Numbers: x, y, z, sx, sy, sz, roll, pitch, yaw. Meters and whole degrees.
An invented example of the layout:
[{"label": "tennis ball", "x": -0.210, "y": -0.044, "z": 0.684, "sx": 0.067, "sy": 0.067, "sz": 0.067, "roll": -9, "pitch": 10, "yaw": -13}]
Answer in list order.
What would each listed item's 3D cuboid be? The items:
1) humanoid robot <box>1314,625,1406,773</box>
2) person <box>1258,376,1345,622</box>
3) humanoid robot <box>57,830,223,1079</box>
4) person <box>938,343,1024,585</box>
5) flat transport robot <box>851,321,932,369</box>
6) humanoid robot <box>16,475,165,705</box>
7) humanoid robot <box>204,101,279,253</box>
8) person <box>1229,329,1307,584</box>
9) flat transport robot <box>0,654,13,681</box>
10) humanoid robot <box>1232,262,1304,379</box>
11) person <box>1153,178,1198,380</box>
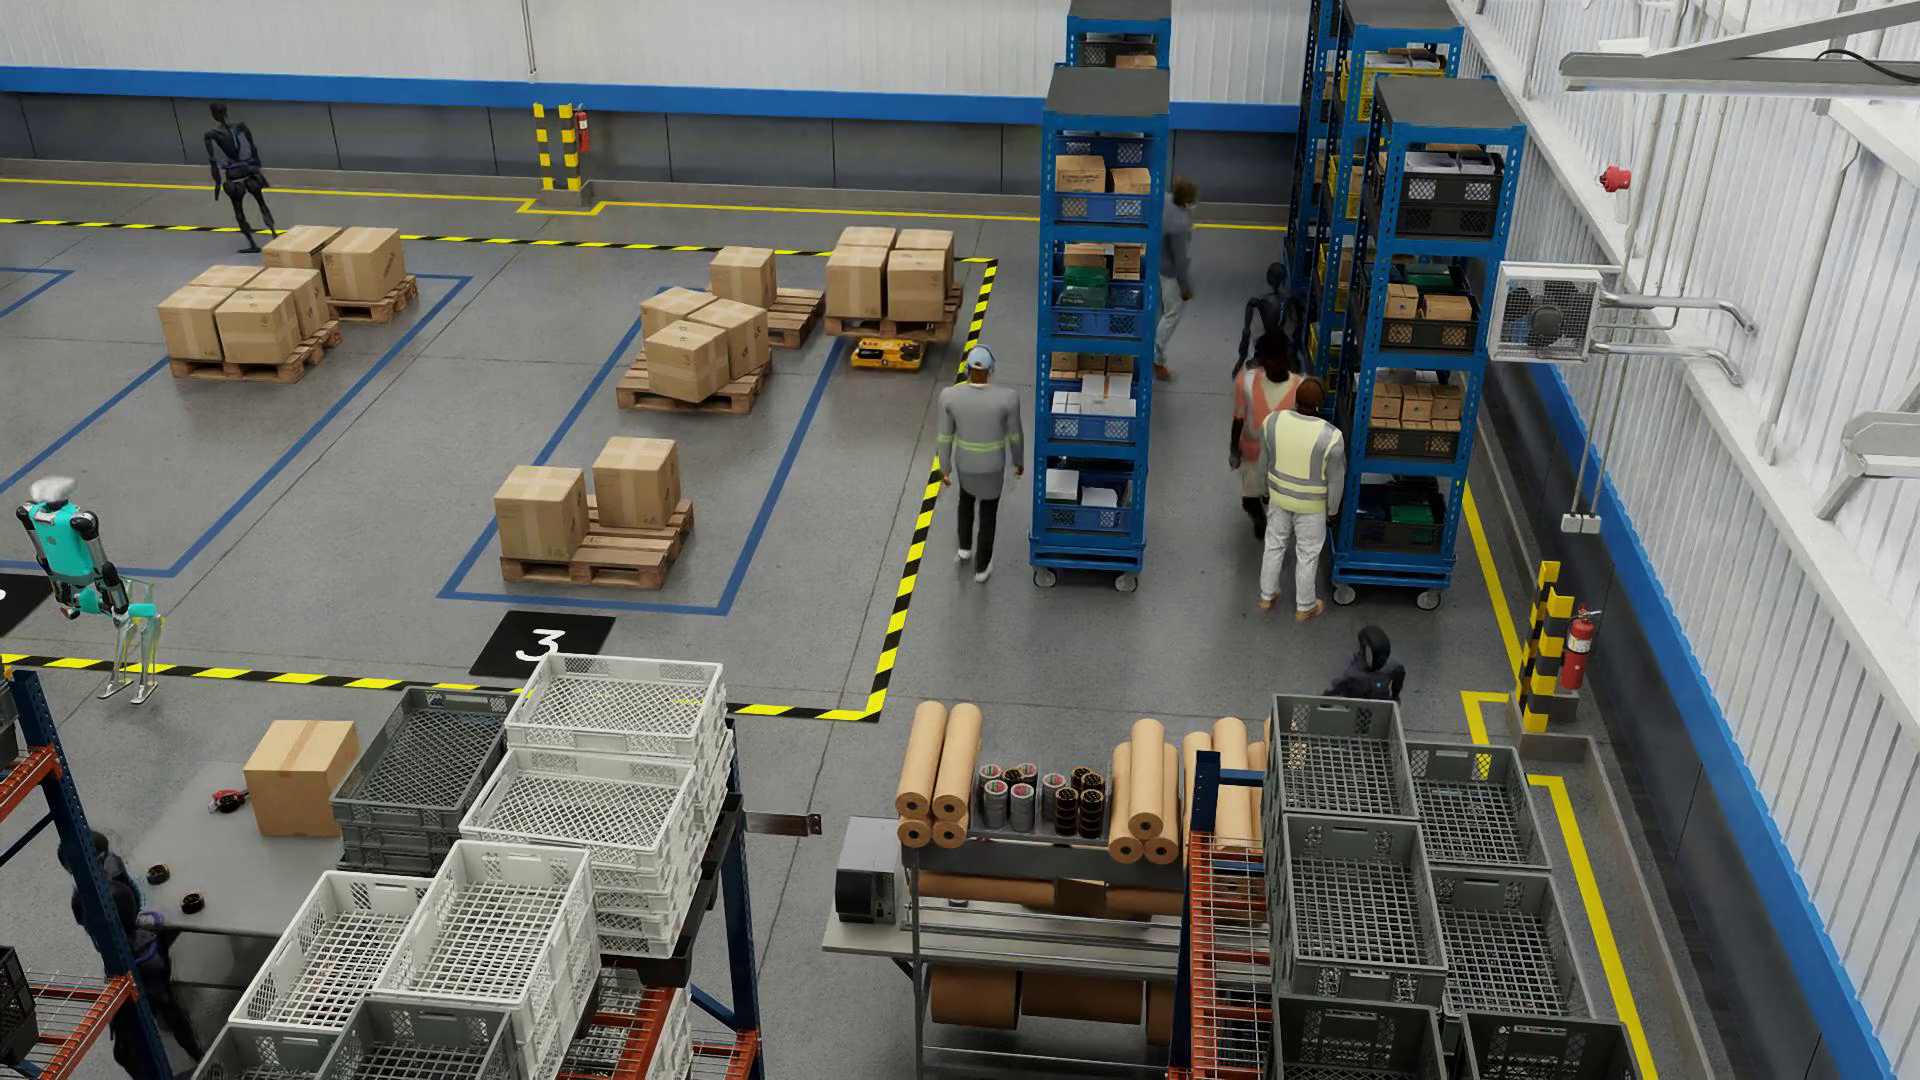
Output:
[{"label": "humanoid robot", "x": 2.201, "y": 1.179, "z": 9.242, "sx": 0.615, "sy": 1.648, "sz": 0.440, "roll": -13, "pitch": 33, "yaw": -22}, {"label": "person", "x": 2.375, "y": -0.288, "z": 11.606, "sx": 0.625, "sy": 1.842, "sz": 0.429, "roll": 20, "pitch": 36, "yaw": 30}, {"label": "humanoid robot", "x": -3.878, "y": 2.004, "z": 7.829, "sx": 0.450, "sy": 1.644, "sz": 0.583, "roll": -8, "pitch": 31, "yaw": -14}, {"label": "person", "x": 0.167, "y": -0.583, "z": 12.122, "sx": 0.607, "sy": 1.833, "sz": 0.624, "roll": 7, "pitch": 31, "yaw": 12}, {"label": "flat transport robot", "x": -0.624, "y": -2.056, "z": 16.177, "sx": 0.652, "sy": 0.197, "sz": 1.431, "roll": 3, "pitch": 30, "yaw": 6}, {"label": "humanoid robot", "x": -5.443, "y": 0.255, "z": 10.647, "sx": 0.533, "sy": 1.673, "sz": 0.735, "roll": 8, "pitch": 31, "yaw": 14}, {"label": "humanoid robot", "x": -7.758, "y": -3.915, "z": 18.003, "sx": 0.458, "sy": 1.647, "sz": 0.607, "roll": 22, "pitch": 37, "yaw": 33}, {"label": "person", "x": 2.284, "y": -0.656, "z": 12.140, "sx": 0.636, "sy": 1.943, "sz": 0.667, "roll": 8, "pitch": 31, "yaw": 14}, {"label": "flat transport robot", "x": -7.142, "y": 0.969, "z": 11.010, "sx": 1.431, "sy": 0.231, "sz": 0.659, "roll": 3, "pitch": 30, "yaw": 6}, {"label": "humanoid robot", "x": 2.616, "y": -1.514, "z": 13.932, "sx": 0.614, "sy": 1.651, "sz": 0.748, "roll": -9, "pitch": 31, "yaw": -15}, {"label": "person", "x": 1.927, "y": -2.459, "z": 15.294, "sx": 0.357, "sy": 1.893, "sz": 0.740, "roll": -4, "pitch": 30, "yaw": -7}]
